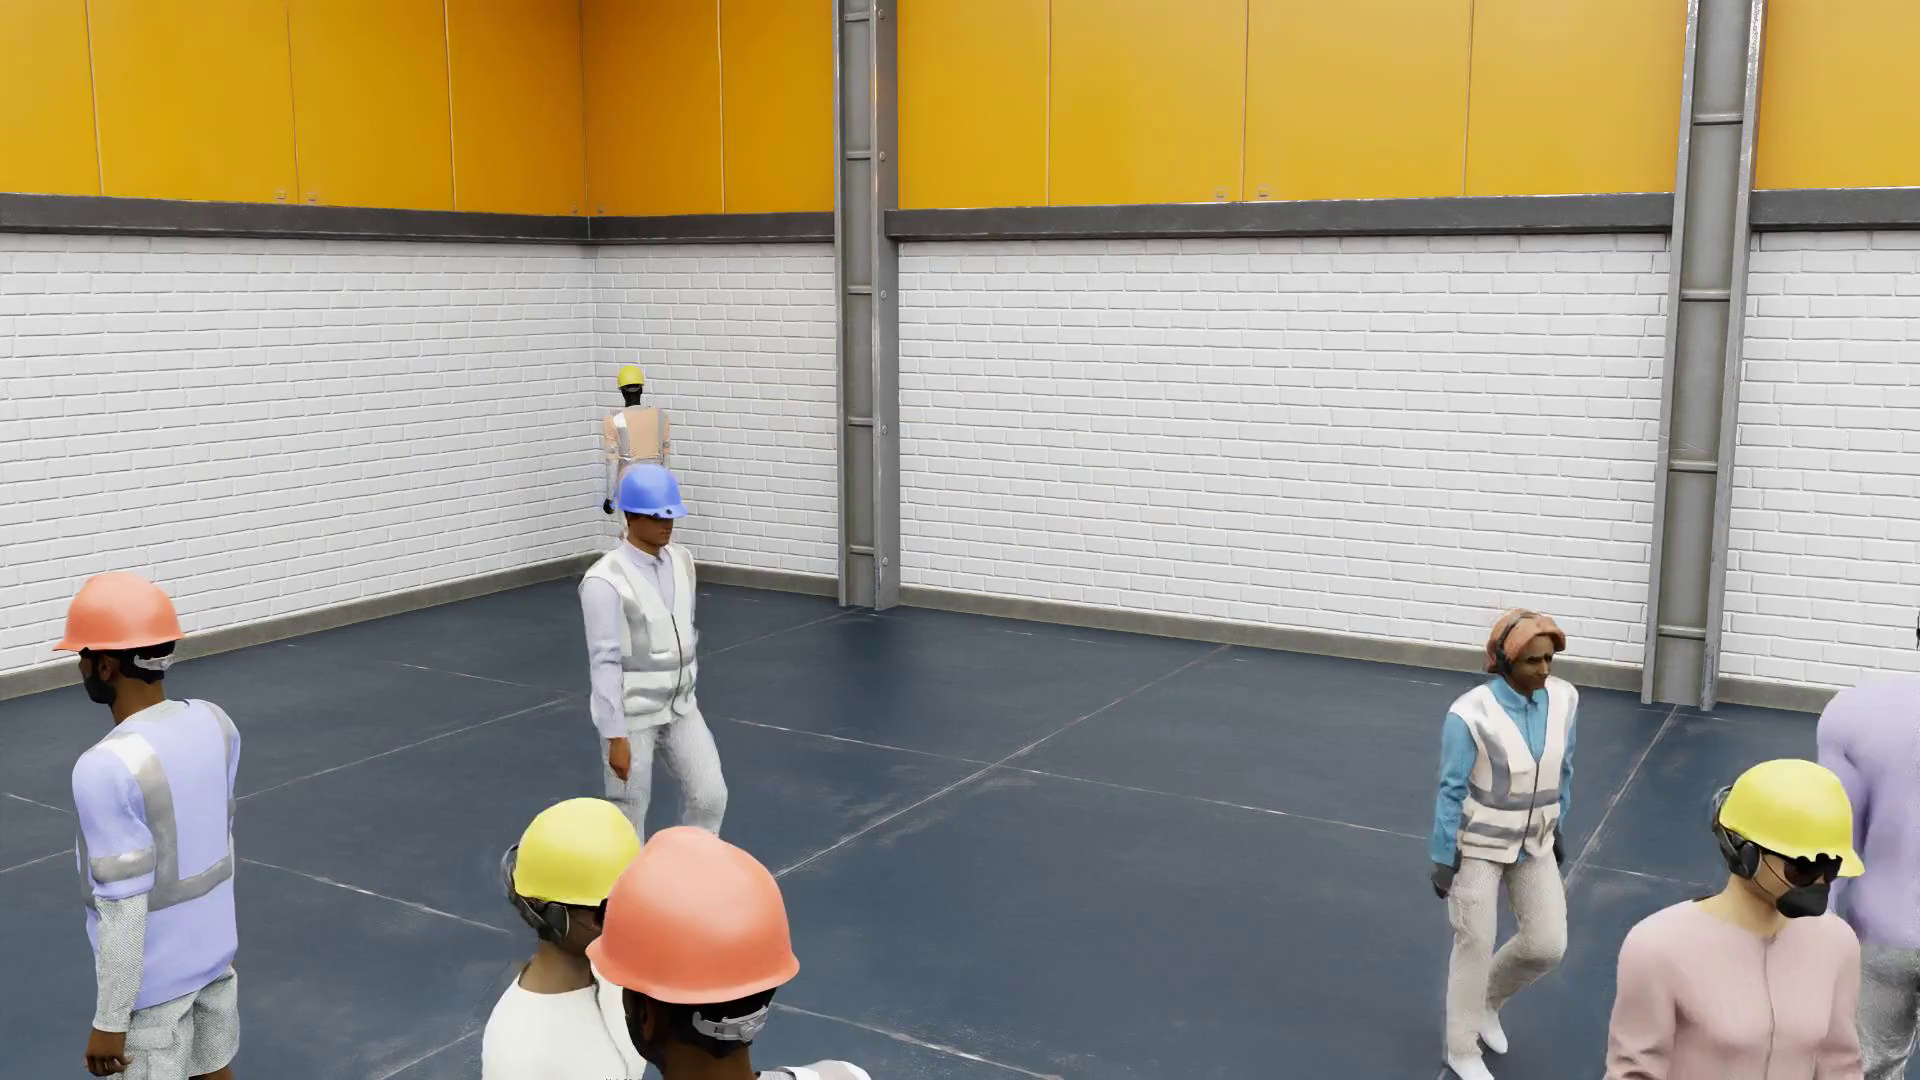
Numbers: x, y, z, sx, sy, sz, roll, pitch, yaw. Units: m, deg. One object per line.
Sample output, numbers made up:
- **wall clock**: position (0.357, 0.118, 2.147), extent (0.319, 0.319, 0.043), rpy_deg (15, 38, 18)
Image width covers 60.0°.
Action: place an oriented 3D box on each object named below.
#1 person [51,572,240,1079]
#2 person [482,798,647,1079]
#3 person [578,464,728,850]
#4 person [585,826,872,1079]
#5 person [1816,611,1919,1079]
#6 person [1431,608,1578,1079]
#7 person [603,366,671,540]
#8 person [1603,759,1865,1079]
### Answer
- **person**: position (-1.981, 1.035, 4.085), extent (0.373, 1.934, 0.552), rpy_deg (1, 9, 4)
- **person**: position (-0.795, 1.305, 3.035), extent (0.668, 1.743, 0.526), rpy_deg (1, 9, 6)
- **person**: position (-1.131, 0.671, 6.376), extent (0.633, 1.926, 0.658), rpy_deg (6, 11, 31)
- **person**: position (-0.331, 1.330, 2.239), extent (0.360, 1.939, 0.543), rpy_deg (7, 11, 37)
- **person**: position (2.569, 1.014, 4.363), extent (0.638, 1.887, 0.970), rpy_deg (6, 11, 32)
- **person**: position (1.735, 0.993, 5.334), extent (0.535, 1.611, 0.435), rpy_deg (-4, 10, -21)
- **person**: position (-2.567, -0.415, 13.192), extent (0.585, 1.920, 0.382), rpy_deg (-8, 12, -40)
- **person**: position (1.507, 1.270, 3.197), extent (0.538, 1.740, 0.565), rpy_deg (-2, 9, -14)
